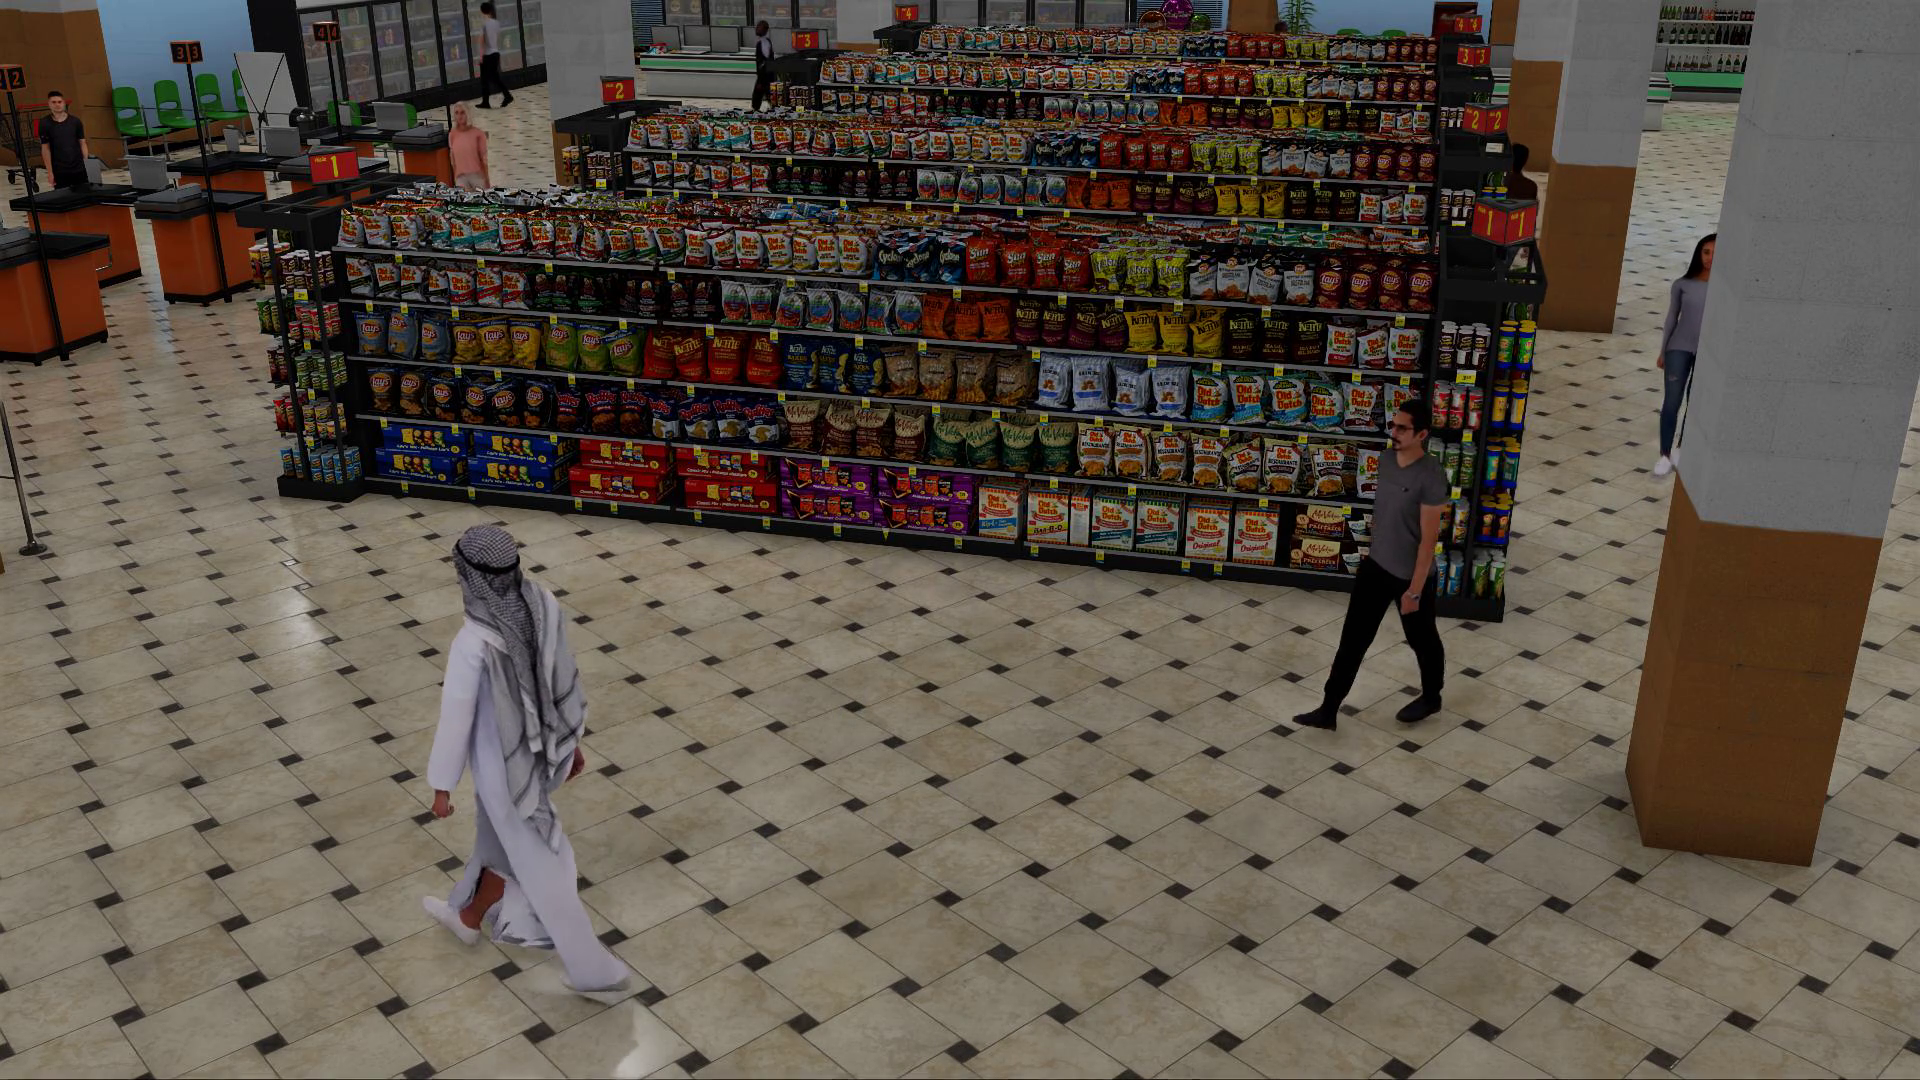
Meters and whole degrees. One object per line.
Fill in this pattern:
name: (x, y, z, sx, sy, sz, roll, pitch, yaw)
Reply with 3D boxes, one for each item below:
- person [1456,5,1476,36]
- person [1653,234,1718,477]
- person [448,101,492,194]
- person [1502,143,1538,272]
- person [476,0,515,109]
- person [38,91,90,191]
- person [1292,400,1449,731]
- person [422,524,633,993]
person: (9.050, -8.811, 30.408, 1.285, 1.780, 0.706, 4, 22, 9)
person: (5.266, -1.337, 11.896, 0.863, 1.714, 0.797, 10, 24, 24)
person: (-5.450, -4.051, 18.686, 1.111, 1.689, 0.851, 0, 22, 0)
person: (5.010, -2.692, 15.238, 1.166, 1.737, 0.976, -1, 22, -4)
person: (-8.537, -8.840, 30.401, 0.984, 1.839, 0.825, 7, 23, 17)
person: (-10.206, -4.241, 19.057, 0.721, 1.764, 0.732, -18, 28, -38)
person: (2.232, 0.156, 8.190, 1.174, 1.708, 1.126, -13, 25, -29)
person: (-1.561, 0.880, 6.162, 1.317, 1.876, 0.850, 9, 24, 22)
